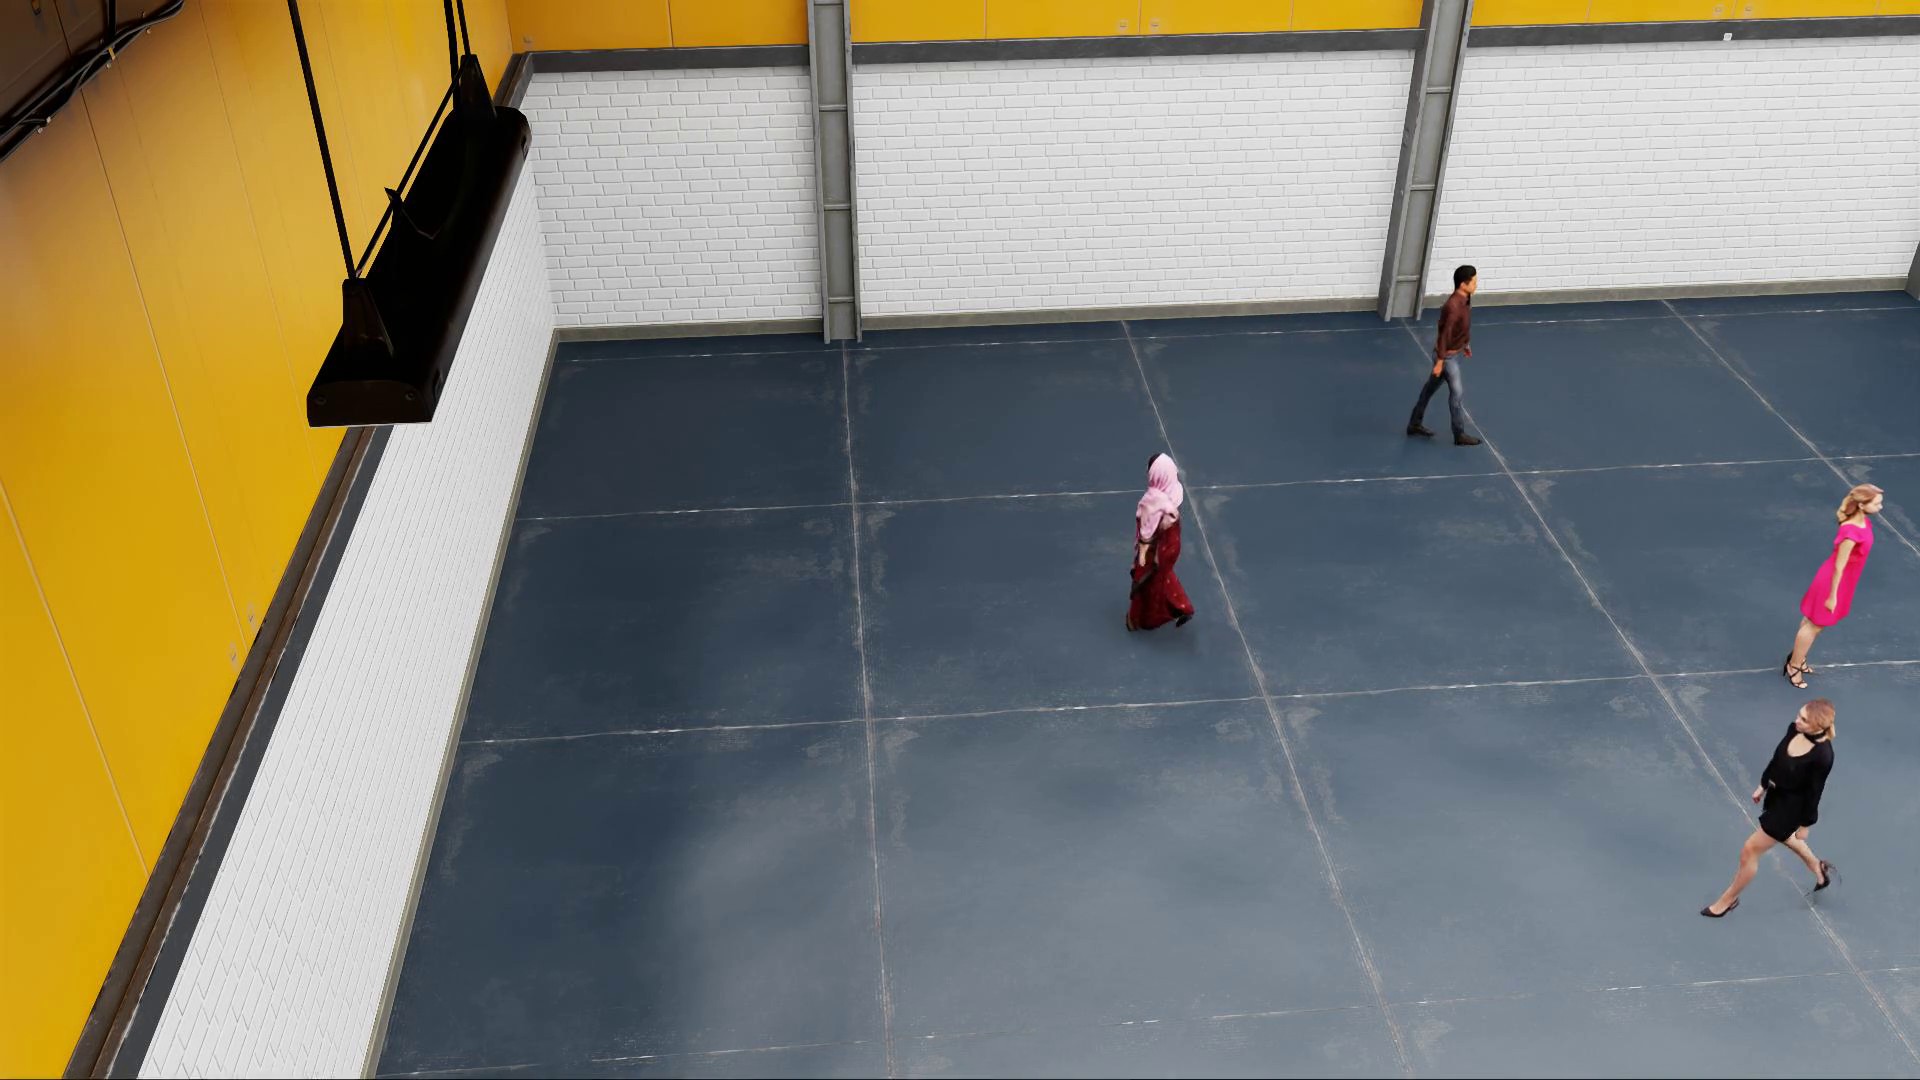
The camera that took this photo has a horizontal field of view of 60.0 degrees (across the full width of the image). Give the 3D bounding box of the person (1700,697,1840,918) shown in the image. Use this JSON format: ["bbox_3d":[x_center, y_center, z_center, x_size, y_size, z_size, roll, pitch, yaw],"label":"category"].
[{"bbox_3d":[5.135,1.656,10.240,1.083,1.737,0.590,-2,34,-3],"label":"person"}]

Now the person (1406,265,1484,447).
[{"bbox_3d":[4.389,-1.707,15.285,1.076,1.752,0.943,13,36,19],"label":"person"}]

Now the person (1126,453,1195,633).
[{"bbox_3d":[1.584,0.057,12.738,0.969,1.633,0.908,24,40,32],"label":"person"}]

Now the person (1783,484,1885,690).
[{"bbox_3d":[6.436,0.314,12.267,0.712,1.728,0.662,21,39,29],"label":"person"}]
